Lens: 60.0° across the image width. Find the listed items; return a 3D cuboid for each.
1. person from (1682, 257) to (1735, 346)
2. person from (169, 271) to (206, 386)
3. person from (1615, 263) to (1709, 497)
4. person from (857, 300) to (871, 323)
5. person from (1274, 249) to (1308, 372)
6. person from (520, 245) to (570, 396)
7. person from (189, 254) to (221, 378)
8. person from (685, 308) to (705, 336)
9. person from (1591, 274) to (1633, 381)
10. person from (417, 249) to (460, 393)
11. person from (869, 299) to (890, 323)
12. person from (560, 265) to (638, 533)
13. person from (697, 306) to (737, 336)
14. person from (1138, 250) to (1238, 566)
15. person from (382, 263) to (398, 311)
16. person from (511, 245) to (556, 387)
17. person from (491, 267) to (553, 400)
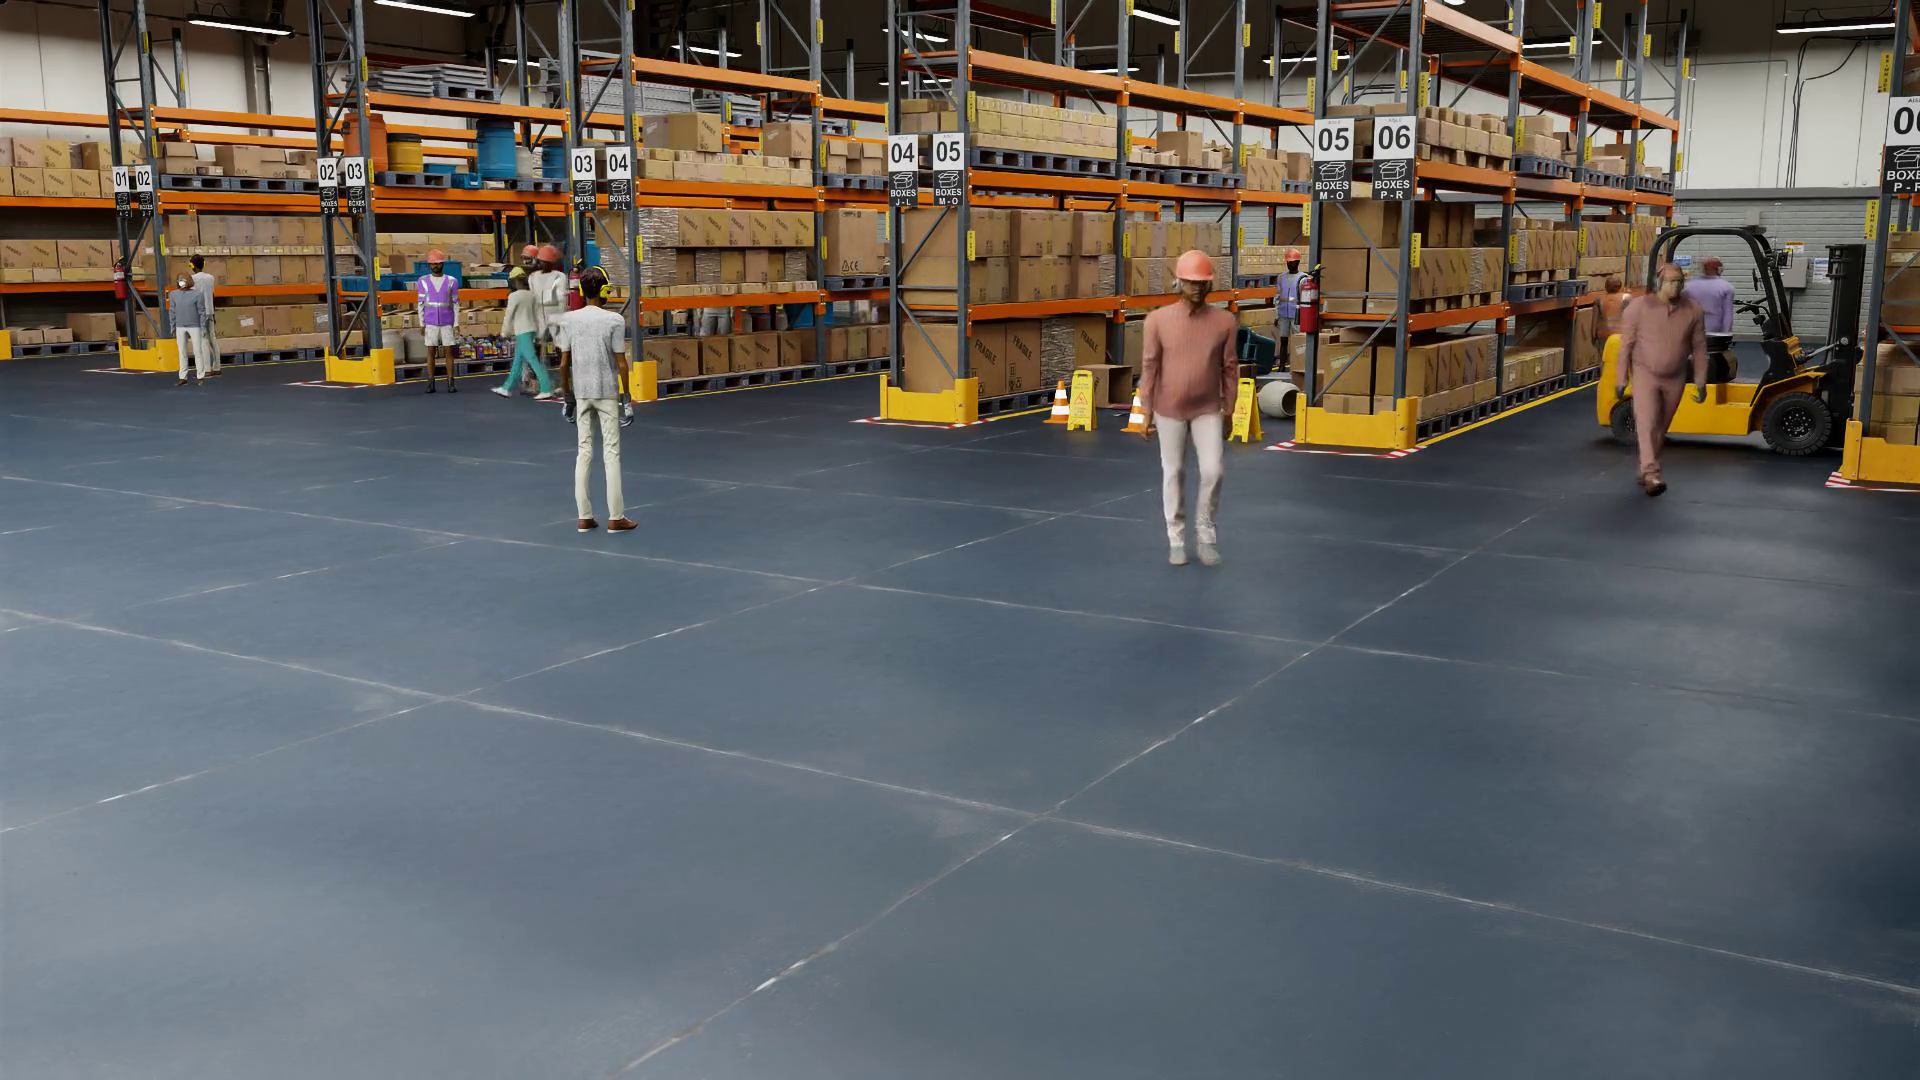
[{"bbox_3d":[9.260,-2.573,20.629,0.659,1.861,1.021,10,14,43],"label":"person"},{"bbox_3d":[-11.000,-3.012,23.697,0.497,1.634,0.279,-1,10,-4],"label":"person"},{"bbox_3d":[5.689,-1.288,13.429,0.668,1.849,0.994,0,10,1],"label":"person"},{"bbox_3d":[-1.703,-4.159,30.180,0.525,1.613,0.472,6,12,30],"label":"person"},{"bbox_3d":[4.909,-3.335,24.656,0.545,1.938,0.355,7,12,33],"label":"person"},{"bbox_3d":[-5.481,-2.886,22.017,0.618,1.979,0.970,3,11,16],"label":"person"},{"bbox_3d":[-11.434,-3.377,25.105,0.329,1.865,0.518,3,11,16],"label":"person"},{"bbox_3d":[-4.113,-3.645,26.662,0.527,1.847,0.721,4,11,20],"label":"person"},{"bbox_3d":[8.672,-2.733,22.164,0.522,1.620,0.590,6,12,32],"label":"person"},{"bbox_3d":[-7.055,-2.957,22.537,0.543,1.939,0.361,-3,11,-16],"label":"person"},{"bbox_3d":[-1.413,-4.078,29.432,0.541,1.719,0.898,3,11,16],"label":"person"},{"bbox_3d":[-2.544,-0.981,11.668,0.532,1.868,0.310,2,10,13],"label":"person"},{"bbox_3d":[-3.693,-3.442,25.297,0.626,1.931,0.375,0,10,1],"label":"person"},{"bbox_3d":[1.422,-0.804,10.358,0.636,1.971,0.586,0,10,1],"label":"person"},{"bbox_3d":[-11.074,-4.529,32.199,0.508,1.632,0.264,7,12,33],"label":"person"},{"bbox_3d":[-6.006,-3.140,23.404,0.613,1.994,0.382,3,11,17],"label":"person"},{"bbox_3d":[-5.693,-2.665,21.539,0.922,1.702,0.516,2,10,13],"label":"person"}]
